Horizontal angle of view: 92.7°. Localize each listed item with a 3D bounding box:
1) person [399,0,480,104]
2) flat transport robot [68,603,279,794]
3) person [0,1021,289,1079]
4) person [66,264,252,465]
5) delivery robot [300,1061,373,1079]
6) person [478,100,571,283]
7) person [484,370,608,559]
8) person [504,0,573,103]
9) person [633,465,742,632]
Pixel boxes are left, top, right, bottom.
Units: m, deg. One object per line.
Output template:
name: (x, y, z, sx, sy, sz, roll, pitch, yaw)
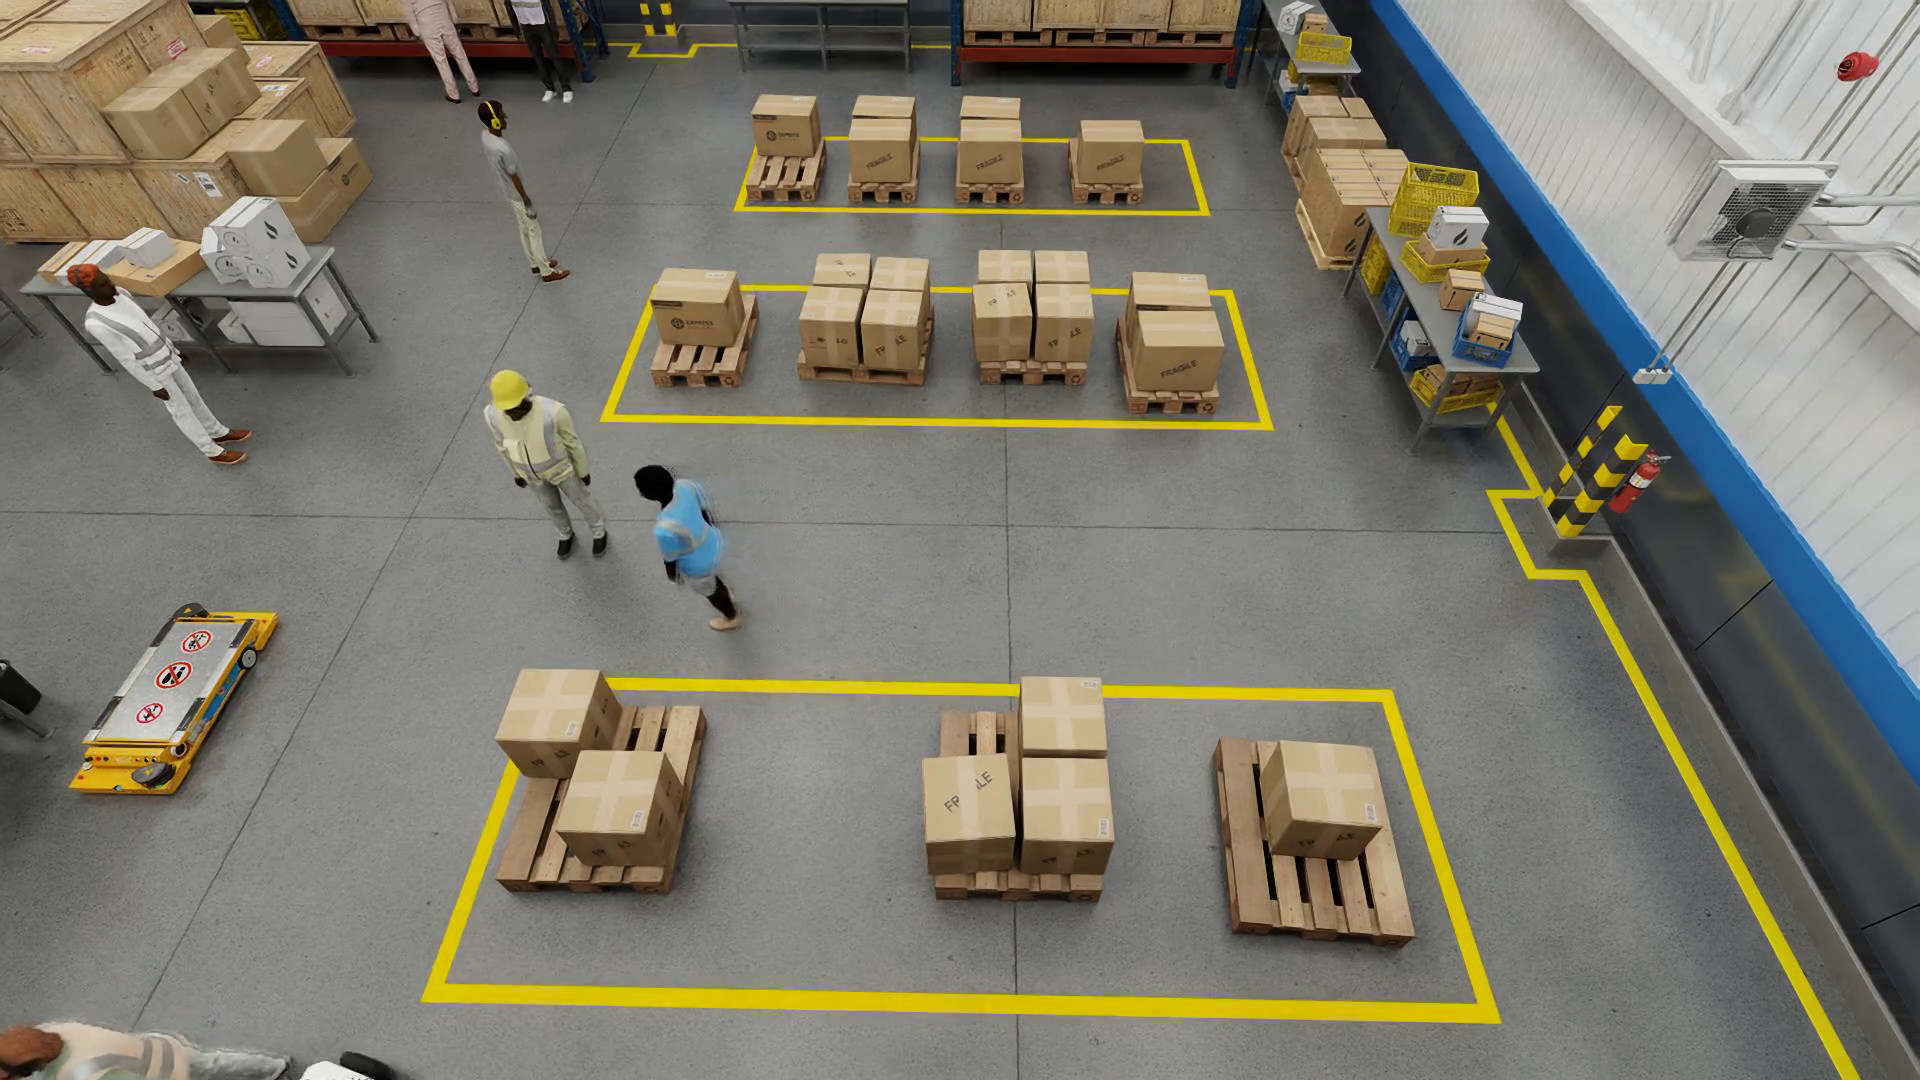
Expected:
person: (-6.888, -6.763, 12.005, 0.642, 1.913, 0.409, -37, 59, -27)
flat transport robot: (-5.504, 1.072, 6.442, 0.652, 0.197, 1.431, 1, 50, 1)
person: (-3.811, 2.514, 4.341, 0.537, 1.611, 0.462, 27, 55, 21)
person: (-6.536, -1.416, 7.500, 0.356, 1.883, 0.572, -12, 51, -10)
delivery robot: (-3.035, 2.927, 4.628, 0.707, 0.478, 0.477, 13, 51, 11)
person: (-4.450, -3.491, 9.273, 0.330, 1.860, 0.493, -34, 58, -25)
person: (-3.049, -0.537, 6.796, 0.595, 1.827, 0.403, -2, 50, -1)
person: (-5.566, -6.754, 12.001, 0.598, 1.910, 0.403, 1, 50, 1)
person: (-1.838, 0.096, 6.351, 0.421, 1.676, 0.542, 2, 50, 1)
